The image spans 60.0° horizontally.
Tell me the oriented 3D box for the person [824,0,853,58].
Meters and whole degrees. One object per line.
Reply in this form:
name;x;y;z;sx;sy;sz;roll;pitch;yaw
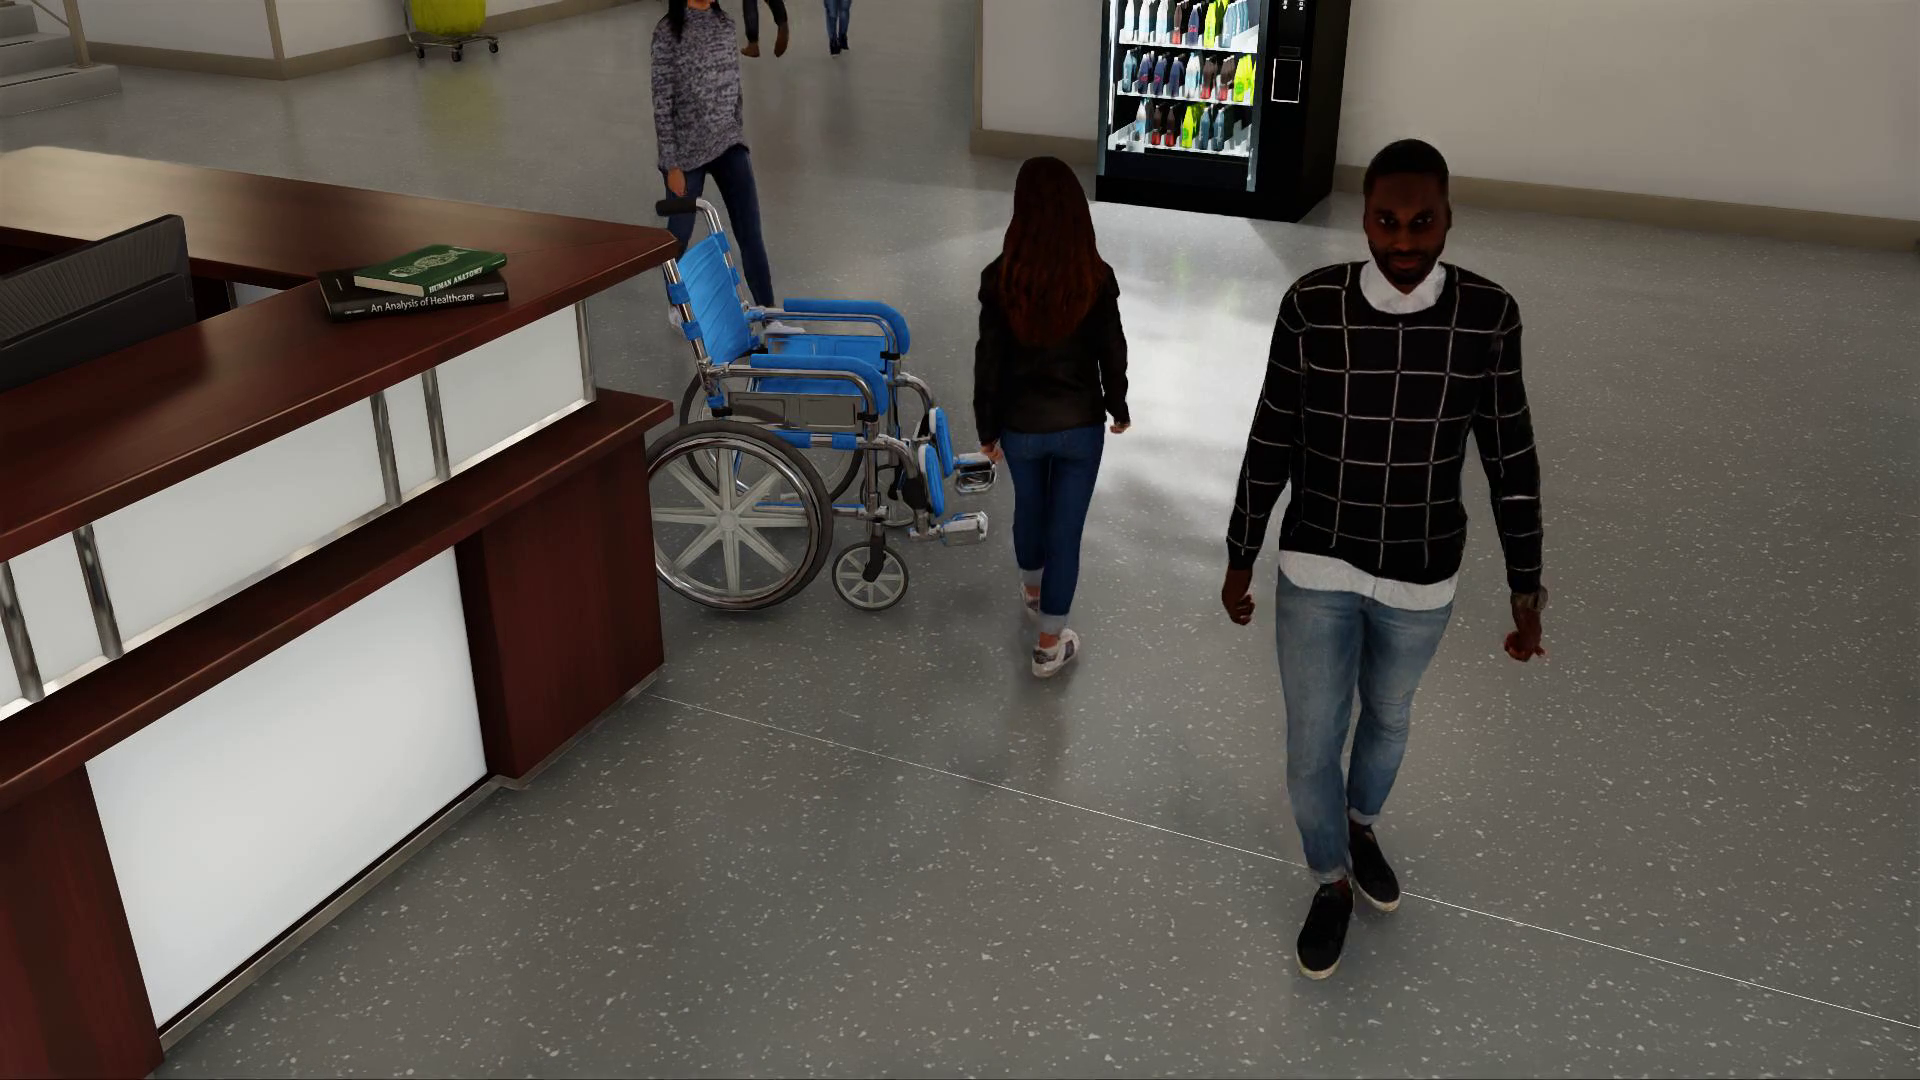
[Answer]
person;-1.037;-4.729;14.080;0.873;1.224;0.872;-5;26;-11

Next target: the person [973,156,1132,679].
person;0.245;-0.296;4.614;0.765;1.459;0.752;5;26;11

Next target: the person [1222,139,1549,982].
person;0.863;0.022;3.576;0.898;1.790;0.999;1;26;1

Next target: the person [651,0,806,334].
person;-1.161;-1.664;7.193;0.966;1.684;1.231;-20;32;-35

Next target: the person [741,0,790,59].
person;-1.614;-4.798;13.624;0.987;1.701;1.084;-13;29;-25
